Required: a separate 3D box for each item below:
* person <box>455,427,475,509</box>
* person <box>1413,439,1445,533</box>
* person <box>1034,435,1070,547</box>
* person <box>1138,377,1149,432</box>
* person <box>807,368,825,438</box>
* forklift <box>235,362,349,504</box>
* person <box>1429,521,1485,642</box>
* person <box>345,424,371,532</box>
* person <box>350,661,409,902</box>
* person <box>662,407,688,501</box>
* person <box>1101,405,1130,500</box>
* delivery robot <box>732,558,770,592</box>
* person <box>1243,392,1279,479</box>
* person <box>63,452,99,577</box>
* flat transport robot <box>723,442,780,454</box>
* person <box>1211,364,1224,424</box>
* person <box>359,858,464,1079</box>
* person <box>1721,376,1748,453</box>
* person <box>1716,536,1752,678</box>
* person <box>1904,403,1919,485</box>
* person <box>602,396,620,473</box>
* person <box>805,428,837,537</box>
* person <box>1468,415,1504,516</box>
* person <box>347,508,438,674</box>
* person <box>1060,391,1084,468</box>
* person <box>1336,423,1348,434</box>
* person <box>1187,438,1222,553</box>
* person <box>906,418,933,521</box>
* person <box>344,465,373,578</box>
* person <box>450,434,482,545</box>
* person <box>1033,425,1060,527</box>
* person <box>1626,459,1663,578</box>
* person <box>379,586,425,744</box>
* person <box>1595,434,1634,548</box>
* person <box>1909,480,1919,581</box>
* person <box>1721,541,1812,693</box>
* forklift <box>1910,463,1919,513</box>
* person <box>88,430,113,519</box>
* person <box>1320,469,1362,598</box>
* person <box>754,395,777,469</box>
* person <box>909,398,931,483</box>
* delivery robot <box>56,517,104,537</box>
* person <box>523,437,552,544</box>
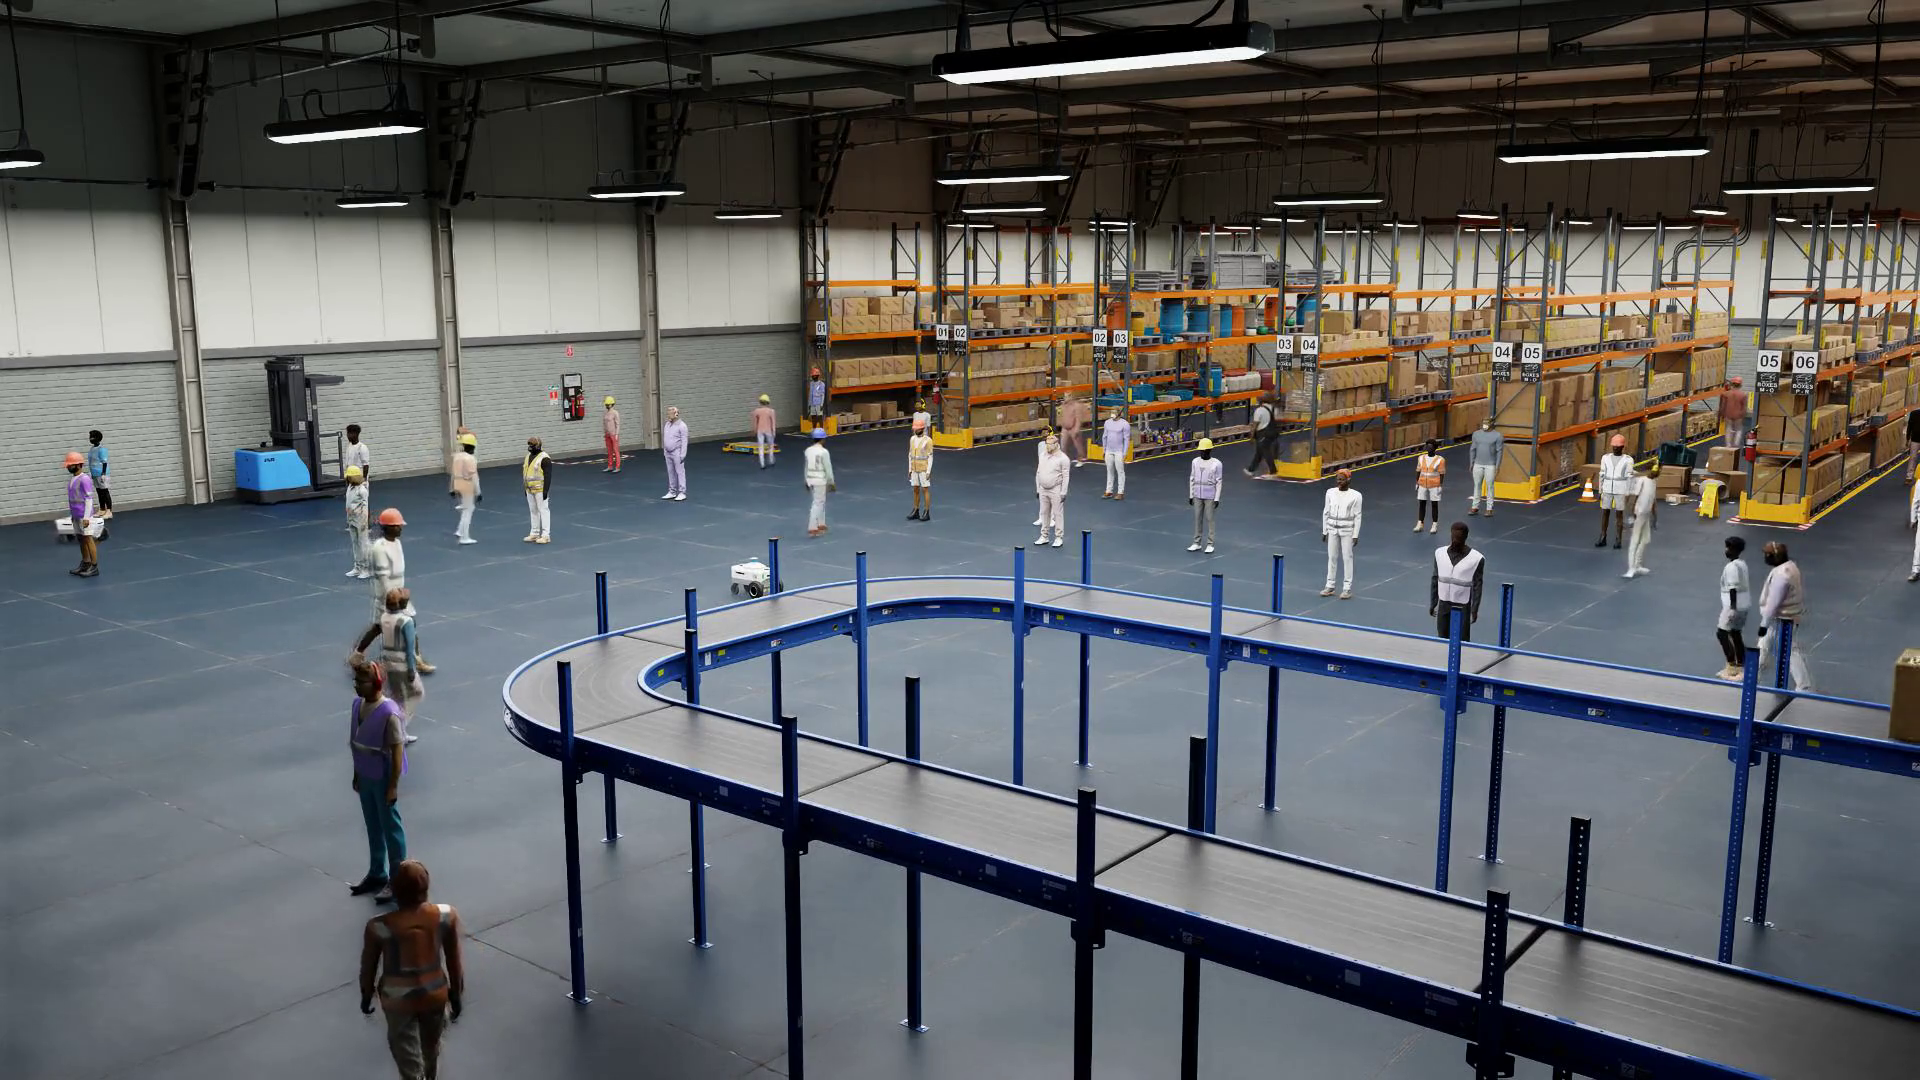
[{"bbox_3d":[-9.769,-1.413,30.820,0.500,1.633,0.284,8,13,37],"label":"person"},{"bbox_3d":[8.461,-0.980,28.201,0.535,1.699,0.318,8,13,37],"label":"person"},{"bbox_3d":[1.562,-0.844,26.847,0.643,1.909,0.410,8,13,37],"label":"person"},{"bbox_3d":[5.181,-3.805,44.283,0.500,1.633,0.284,8,13,37],"label":"person"},{"bbox_3d":[-3.986,-3.773,43.247,0.545,1.938,0.355,8,13,37],"label":"person"},{"bbox_3d":[-13.803,-2.244,32.110,1.129,2.768,1.873,8,13,37],"label":"forklift"},{"bbox_3d":[5.684,0.731,17.943,0.593,1.922,0.391,8,13,37],"label":"person"},{"bbox_3d":[-10.883,-1.118,28.223,0.607,1.967,0.367,8,13,37],"label":"person"},{"bbox_3d":[-4.460,1.822,12.001,0.566,1.849,0.383,8,13,37],"label":"person"},{"bbox_3d":[-5.861,-1.770,32.064,0.643,1.909,0.410,8,13,37],"label":"person"},{"bbox_3d":[3.196,-1.809,32.192,0.631,1.940,0.372,8,13,37],"label":"person"},{"bbox_3d":[-3.017,0.503,22.928,0.707,0.478,0.477,8,13,37],"label":"delivery robot"},{"bbox_3d":[6.836,-2.389,35.289,0.706,2.000,1.043,-10,14,-44],"label":"person"},{"bbox_3d":[-13.656,-0.405,24.280,0.545,1.942,0.349,8,13,37],"label":"person"},{"bbox_3d":[-5.364,-2.375,40.186,1.431,0.197,0.652,8,13,37],"label":"flat transport robot"},{"bbox_3d":[7.805,-4.409,47.135,0.533,1.827,0.454,6,12,31],"label":"person"},{"bbox_3d":[-3.051,2.537,8.697,0.516,1.595,0.855,-7,12,-34],"label":"person"},{"bbox_3d":[19.654,-3.159,39.703,0.616,1.975,0.599,7,12,34],"label":"person"},{"bbox_3d":[9.087,0.787,18.339,0.424,1.659,0.569,9,13,41],"label":"person"},{"bbox_3d":[20.999,-2.188,34.159,0.612,1.997,0.376,8,13,37],"label":"person"},{"bbox_3d":[-8.086,-2.445,36.248,0.525,1.772,0.304,8,13,37],"label":"person"},{"bbox_3d":[-2.445,-1.036,27.853,0.791,1.922,0.603,-8,13,-38],"label":"person"},{"bbox_3d":[10.098,-1.434,30.080,0.631,1.940,0.372,8,13,37],"label":"person"},{"bbox_3d":[-6.772,0.610,18.426,1.023,2.004,0.614,1,10,8],"label":"person"},{"bbox_3d":[2.625,-2.616,37.012,0.653,1.849,0.980,8,13,39],"label":"person"},{"bbox_3d":[9.886,-3.320,40.403,0.608,2.044,0.372,8,13,37],"label":"person"},{"bbox_3d":[4.108,-0.751,26.265,0.587,1.927,0.364,8,13,37],"label":"person"},{"bbox_3d":[-0.762,-1.342,29.554,0.545,1.942,0.349,8,13,37],"label":"person"},{"bbox_3d":[-9.325,-0.289,24.183,0.487,1.746,0.289,8,13,37],"label":"person"},{"bbox_3d":[-8.542,-0.878,27.054,0.664,1.899,0.504,8,13,38],"label":"person"},{"bbox_3d":[1.603,-1.187,28.885,0.513,1.872,0.328,8,13,37],"label":"person"},{"bbox_3d":[10.554,-0.333,24.214,0.656,1.832,0.334,-7,12,-35],"label":"person"},{"bbox_3d":[-5.609,1.271,15.703,0.533,1.623,0.367,8,13,36],"label":"person"},{"bbox_3d":[11.187,-0.842,26.740,0.545,1.942,0.349,8,13,37],"label":"person"},{"bbox_3d":[14.805,-0.288,23.819,0.604,1.878,0.366,9,13,41],"label":"person"},{"bbox_3d":[9.112,0.888,17.460,0.962,1.776,0.672,7,12,33],"label":"person"},{"bbox_3d":[19.034,-1.348,28.998,2.313,2.155,1.214,8,13,37],"label":"forklift"},{"bbox_3d":[-16.340,-1.245,29.697,0.535,1.697,0.318,8,13,37],"label":"person"},{"bbox_3d":[5.532,-0.102,22.737,0.575,1.884,0.355,8,13,37],"label":"person"},{"bbox_3d":[-4.588,-2.571,37.036,0.551,1.725,0.852,1,10,8],"label":"person"},{"bbox_3d":[-0.875,-2.198,34.571,0.513,1.872,0.328,8,13,37],"label":"person"},{"bbox_3d":[-15.323,-0.264,27.246,0.707,0.478,0.477,0,10,2],"label":"delivery robot"},{"bbox_3d":[-7.360,-0.872,27.189,0.627,1.844,0.429,8,13,37],"label":"person"}]
